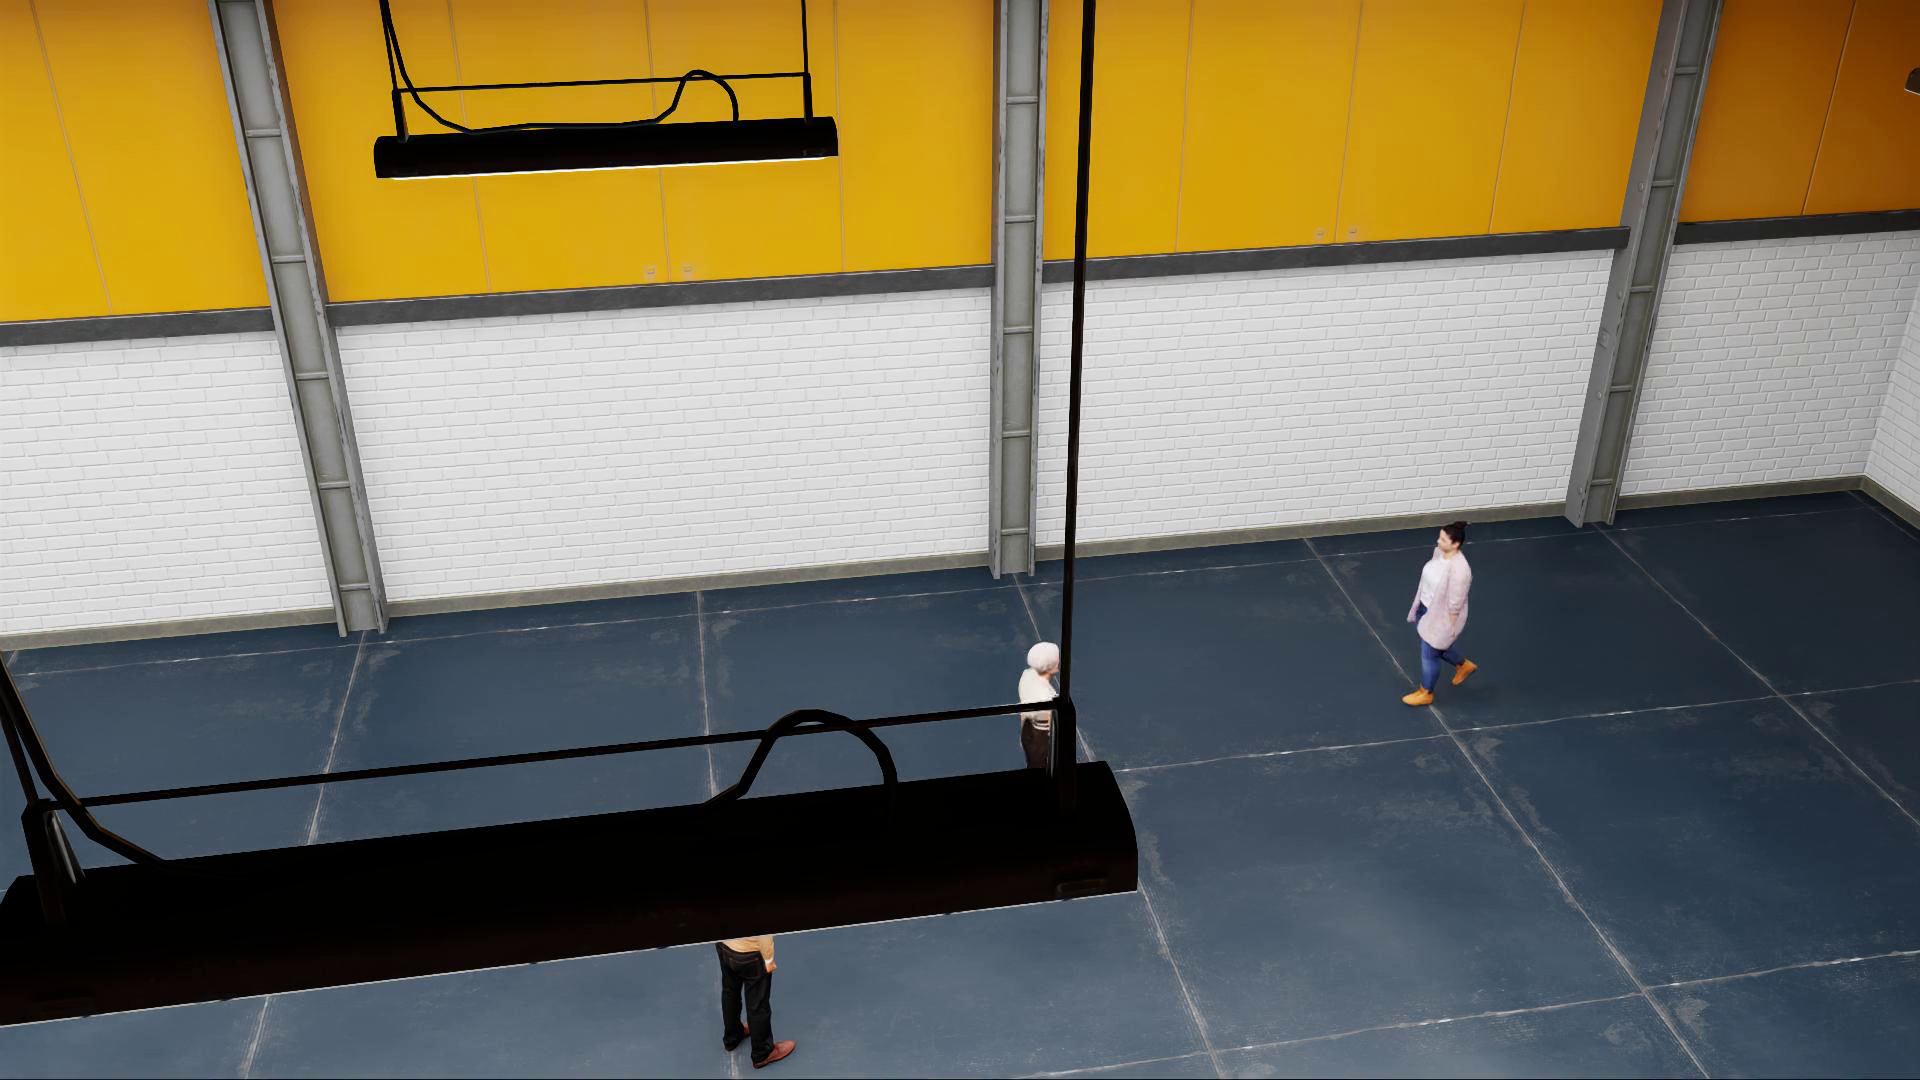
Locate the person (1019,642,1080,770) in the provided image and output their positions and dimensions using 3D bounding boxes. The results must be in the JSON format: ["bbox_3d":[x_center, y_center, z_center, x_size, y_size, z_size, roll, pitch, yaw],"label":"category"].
[{"bbox_3d":[0.483,1.523,11.960,0.829,1.730,0.614,-5,29,-9],"label":"person"}]

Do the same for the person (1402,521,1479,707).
[{"bbox_3d":[4.040,0.593,13.667,0.916,1.726,0.779,-1,29,-1],"label":"person"}]
